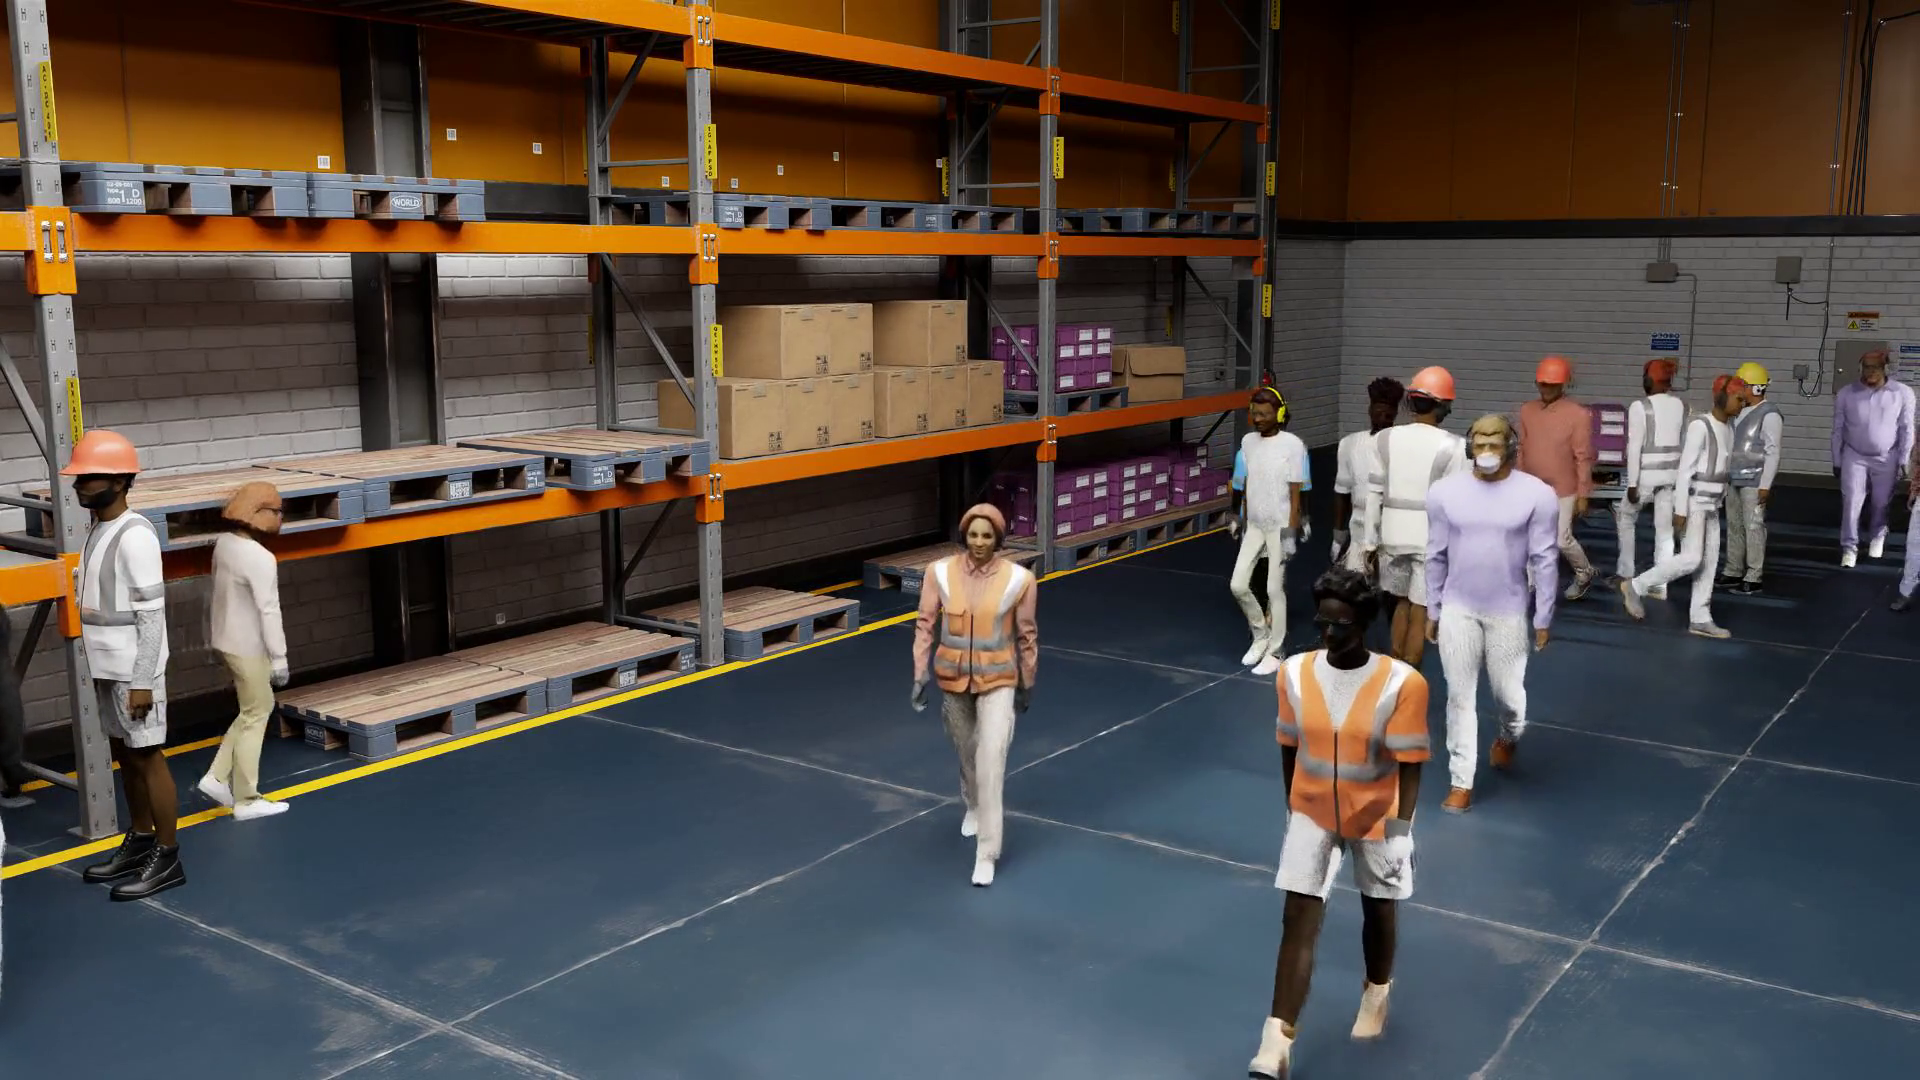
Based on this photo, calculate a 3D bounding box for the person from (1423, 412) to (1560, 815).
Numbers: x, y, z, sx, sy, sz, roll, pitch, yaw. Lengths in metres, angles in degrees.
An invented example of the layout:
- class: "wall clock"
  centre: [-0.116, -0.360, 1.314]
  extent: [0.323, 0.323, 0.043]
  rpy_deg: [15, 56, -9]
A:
- class: "person"
  centre: [2.573, 0.326, 8.079]
  extent: [0.636, 1.918, 0.767]
  rpy_deg: [5, 11, 28]

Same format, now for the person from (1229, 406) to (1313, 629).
- class: "person"
  centre: [2.172, -0.134, 11.597]
  extent: [0.553, 1.647, 0.890]
  rpy_deg: [0, 10, -1]

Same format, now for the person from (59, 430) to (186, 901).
- class: "person"
  centre: [-3.473, 0.512, 6.883]
  extent: [0.346, 1.942, 0.550]
  rpy_deg: [-9, 13, -44]

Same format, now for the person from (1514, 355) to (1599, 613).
- class: "person"
  centre: [4.463, -0.412, 12.388]
  extent: [0.897, 1.956, 0.627]
  rpy_deg: [-8, 12, -39]

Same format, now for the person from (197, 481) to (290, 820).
- class: "person"
  centre: [-3.318, 0.523, 7.765]
  extent: [0.547, 1.613, 0.350]
  rpy_deg: [9, 13, 44]

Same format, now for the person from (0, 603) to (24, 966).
- class: "person"
  centre: [-3.565, 0.772, 5.697]
  extent: [0.636, 1.825, 0.719]
  rpy_deg: [-7, 12, -35]

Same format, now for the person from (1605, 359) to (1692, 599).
- class: "person"
  centre: [5.408, -0.493, 13.099]
  extent: [0.592, 1.856, 0.730]
  rpy_deg: [-2, 10, -14]

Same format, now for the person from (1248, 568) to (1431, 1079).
- class: "person"
  centre: [1.221, 0.918, 5.342]
  extent: [0.539, 1.645, 0.882]
  rpy_deg: [5, 11, 29]

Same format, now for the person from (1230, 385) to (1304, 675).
- class: "person"
  centre: [1.949, -0.054, 10.533]
  extent: [0.530, 1.849, 0.385]
  rpy_deg: [9, 13, 44]

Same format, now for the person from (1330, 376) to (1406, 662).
- class: "person"
  centre: [2.545, -0.021, 10.060]
  extent: [0.621, 1.953, 0.399]
  rpy_deg: [7, 12, 37]

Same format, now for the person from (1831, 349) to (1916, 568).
- class: "person"
  centre: [7.919, -0.729, 14.466]
  extent: [0.636, 1.877, 0.919]
  rpy_deg: [5, 11, 28]

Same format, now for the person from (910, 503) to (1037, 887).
- class: "person"
  centre: [0.078, 0.616, 7.300]
  extent: [0.521, 1.596, 0.864]
  rpy_deg: [2, 10, 13]

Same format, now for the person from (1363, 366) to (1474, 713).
- class: "person"
  centre: [2.672, 0.014, 9.607]
  extent: [0.633, 2.020, 0.602]
  rpy_deg: [8, 13, 40]

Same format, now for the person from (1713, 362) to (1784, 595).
- class: "person"
  centre: [6.209, -0.486, 13.152]
  extent: [0.404, 1.830, 0.600]
  rpy_deg: [-1, 10, -6]

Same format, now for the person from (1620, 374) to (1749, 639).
- class: "person"
  centre: [5.124, -0.250, 11.700]
  extent: [0.589, 1.857, 0.657]
  rpy_deg: [-9, 13, -43]

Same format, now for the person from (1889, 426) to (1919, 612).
- class: "person"
  centre: [7.257, -0.300, 12.308]
  extent: [0.731, 1.729, 0.549]
  rpy_deg: [-7, 12, -38]
